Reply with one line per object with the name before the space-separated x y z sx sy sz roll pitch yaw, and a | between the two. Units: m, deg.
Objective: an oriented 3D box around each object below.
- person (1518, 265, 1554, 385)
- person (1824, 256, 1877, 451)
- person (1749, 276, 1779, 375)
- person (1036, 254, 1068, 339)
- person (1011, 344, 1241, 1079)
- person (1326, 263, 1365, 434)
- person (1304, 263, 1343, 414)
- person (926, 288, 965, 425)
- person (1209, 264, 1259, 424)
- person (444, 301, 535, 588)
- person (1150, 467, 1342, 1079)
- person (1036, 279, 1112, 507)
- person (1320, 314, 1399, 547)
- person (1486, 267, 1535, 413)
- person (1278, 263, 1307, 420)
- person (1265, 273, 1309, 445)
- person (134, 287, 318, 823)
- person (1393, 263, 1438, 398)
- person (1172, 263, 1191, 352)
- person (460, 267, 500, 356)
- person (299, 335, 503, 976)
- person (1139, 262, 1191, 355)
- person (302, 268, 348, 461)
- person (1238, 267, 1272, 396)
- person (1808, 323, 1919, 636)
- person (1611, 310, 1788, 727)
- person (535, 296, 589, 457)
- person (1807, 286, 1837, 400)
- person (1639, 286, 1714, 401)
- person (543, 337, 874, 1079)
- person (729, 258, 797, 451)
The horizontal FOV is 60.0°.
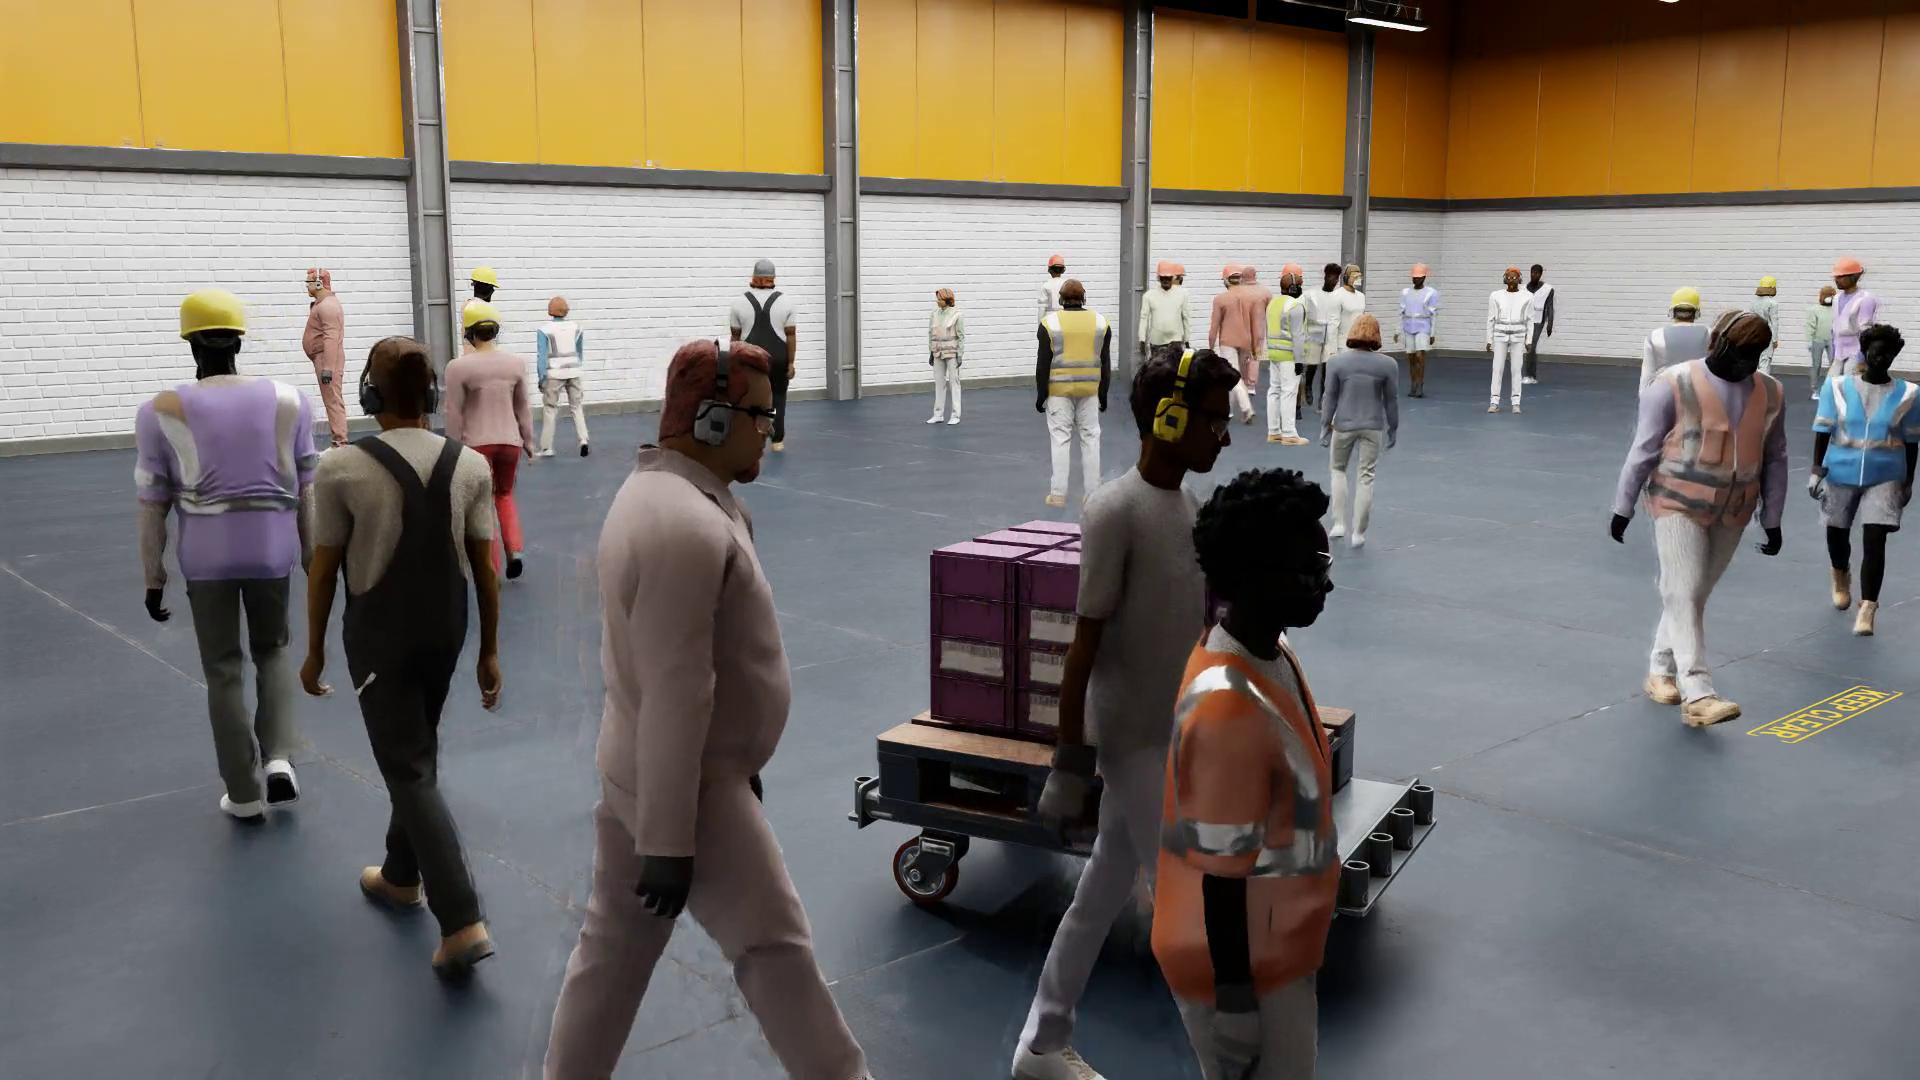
person | 8.970 -3.388 26.225 0.778 1.881 0.623 -8 12 -38
person | 9.228 -1.918 17.221 0.567 2.021 0.655 -1 10 -7
person | 11.295 -2.830 23.376 0.294 1.744 0.486 -4 11 -23
person | 1.388 -3.104 24.101 0.609 2.044 0.394 -3 10 -18
person | 0.502 0.483 3.776 0.933 1.819 0.543 5 11 28
person | 4.396 -2.170 18.942 0.635 1.937 0.354 -9 13 -43
person | 4.679 -2.616 21.550 0.645 1.942 0.686 0 10 0
person | -0.163 -2.202 20.014 0.515 1.636 0.315 7 12 37
person | 3.354 -2.382 20.212 0.621 1.940 1.035 -4 11 -23
person | -2.884 -0.580 10.179 0.554 1.752 0.387 -8 13 -41
person | 0.453 0.701 2.884 0.544 1.680 0.548 2 10 12
person | 0.909 -1.188 13.487 0.633 1.839 0.429 -2 10 -13
person | 2.800 -0.770 11.669 0.539 1.615 0.526 2 10 11
person | 7.094 -2.575 21.477 0.583 1.882 0.350 3 10 19
person | 4.098 -2.458 20.632 0.357 1.936 0.551 0 10 1
person | 3.528 -1.946 17.915 0.430 1.844 0.624 -3 10 -19
person | -2.595 0.063 5.929 0.601 1.910 0.419 -7 12 -34
person | 6.493 -2.980 23.775 0.547 1.914 0.663 8 12 37
person | 3.254 -3.108 24.533 0.849 1.905 0.578 -8 13 -39
person | -4.740 -1.752 16.562 0.381 1.917 0.585 -8 12 -39
person | -1.570 0.313 4.823 0.961 1.803 0.511 9 13 43
person | 2.601 -2.548 21.137 0.660 1.935 1.027 1 10 7
person | -6.314 -1.743 16.539 0.402 1.906 0.651 -3 10 -19
person | 4.265 -3.065 24.430 0.667 1.842 1.029 2 10 11
person | 4.960 -0.358 9.112 0.530 1.671 0.751 6 11 32
person | 3.268 -0.091 7.229 0.685 1.782 0.923 -1 10 -7
person | -3.997 -1.634 16.728 0.541 1.628 0.479 -7 12 -37
person | 12.117 -2.734 23.256 0.511 1.596 0.750 3 10 17
person | 5.536 -1.045 12.771 0.602 1.806 0.838 3 10 19
person | -0.482 0.510 3.510 1.011 1.845 0.655 -3 10 -17
person | -2.009 -1.895 17.031 0.688 2.000 0.855 0 10 0
